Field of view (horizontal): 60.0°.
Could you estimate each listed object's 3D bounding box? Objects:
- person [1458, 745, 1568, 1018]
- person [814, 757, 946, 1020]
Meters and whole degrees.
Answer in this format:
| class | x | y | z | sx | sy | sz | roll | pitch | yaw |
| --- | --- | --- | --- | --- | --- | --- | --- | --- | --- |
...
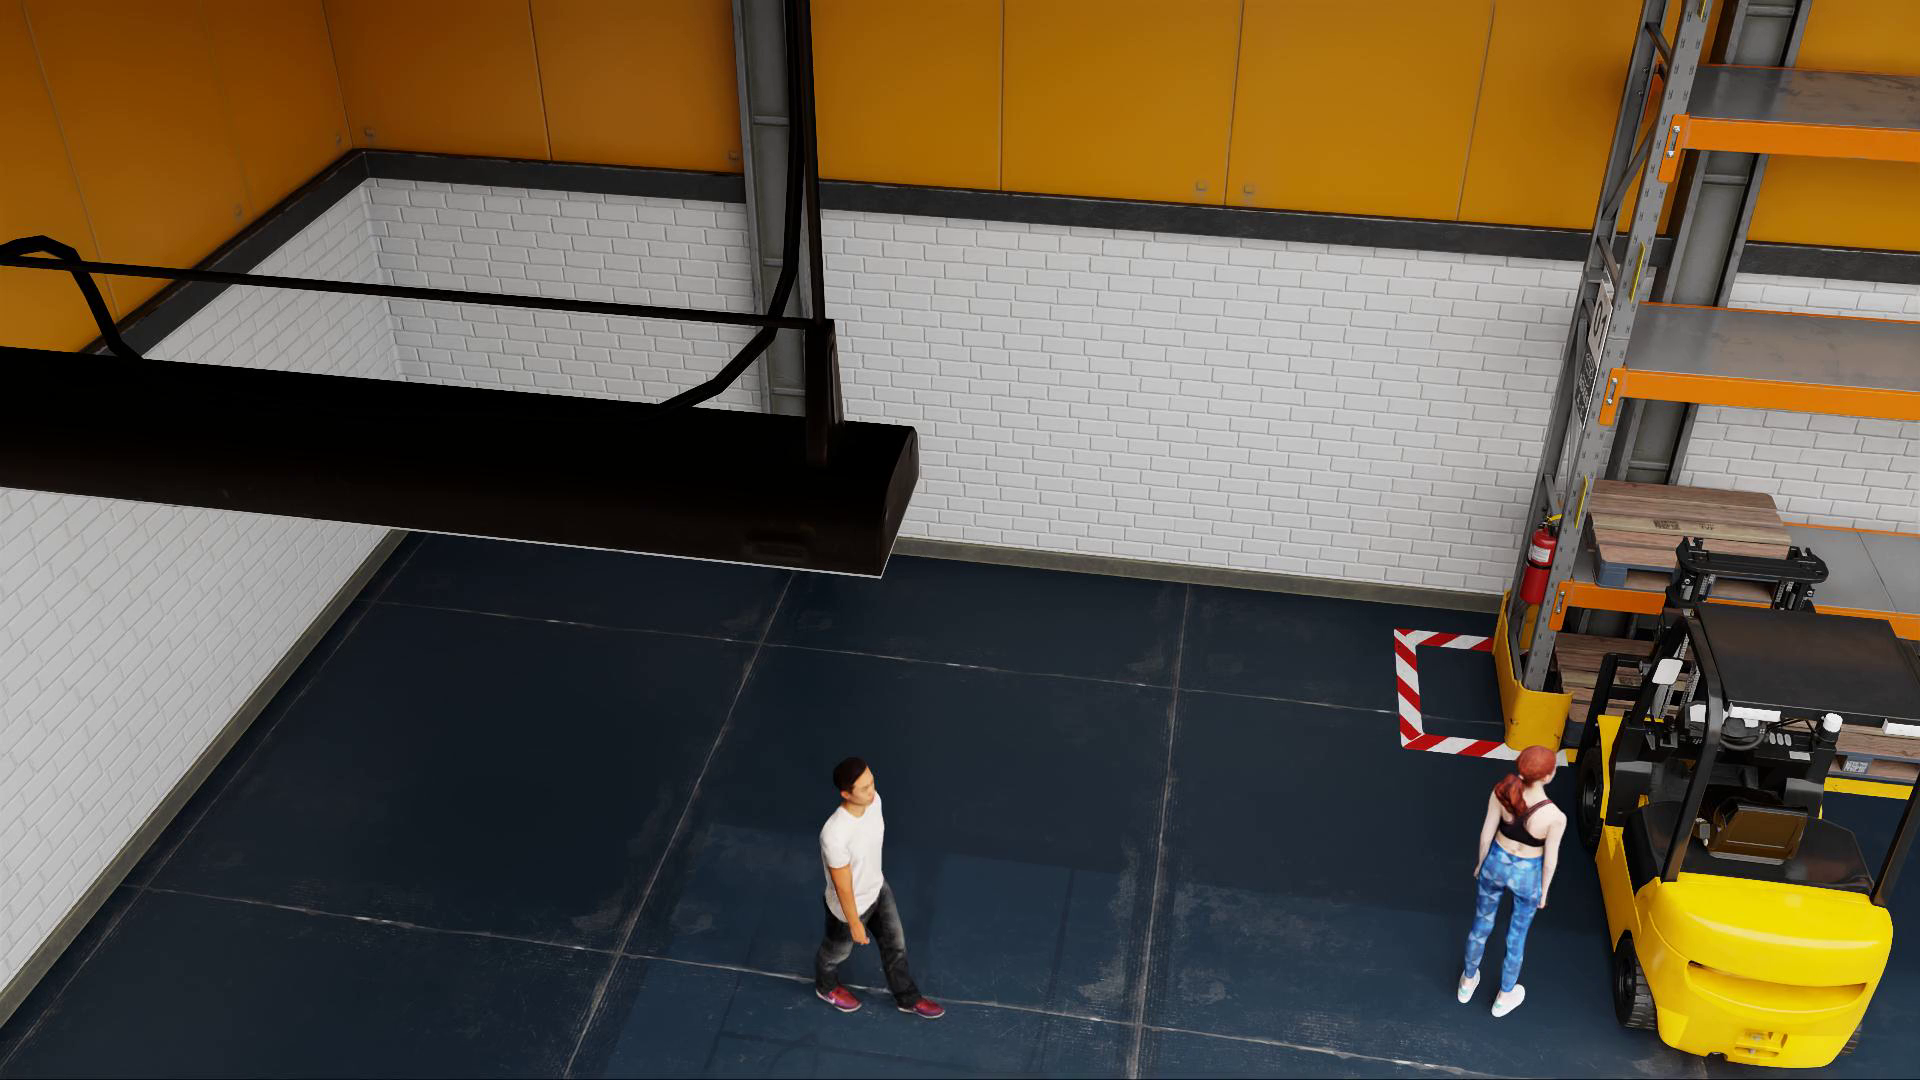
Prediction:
| class | x | y | z | sx | sy | sz | roll | pitch | yaw |
| --- | --- | --- | --- | --- | --- | --- | --- | --- | --- |
| person | 2.934 | 1.810 | 8.846 | 0.631 | 1.785 | 0.718 | 22 | 40 | 30 |
| person | -0.635 | 1.849 | 8.798 | 1.078 | 1.775 | 0.870 | 19 | 38 | 26 |
